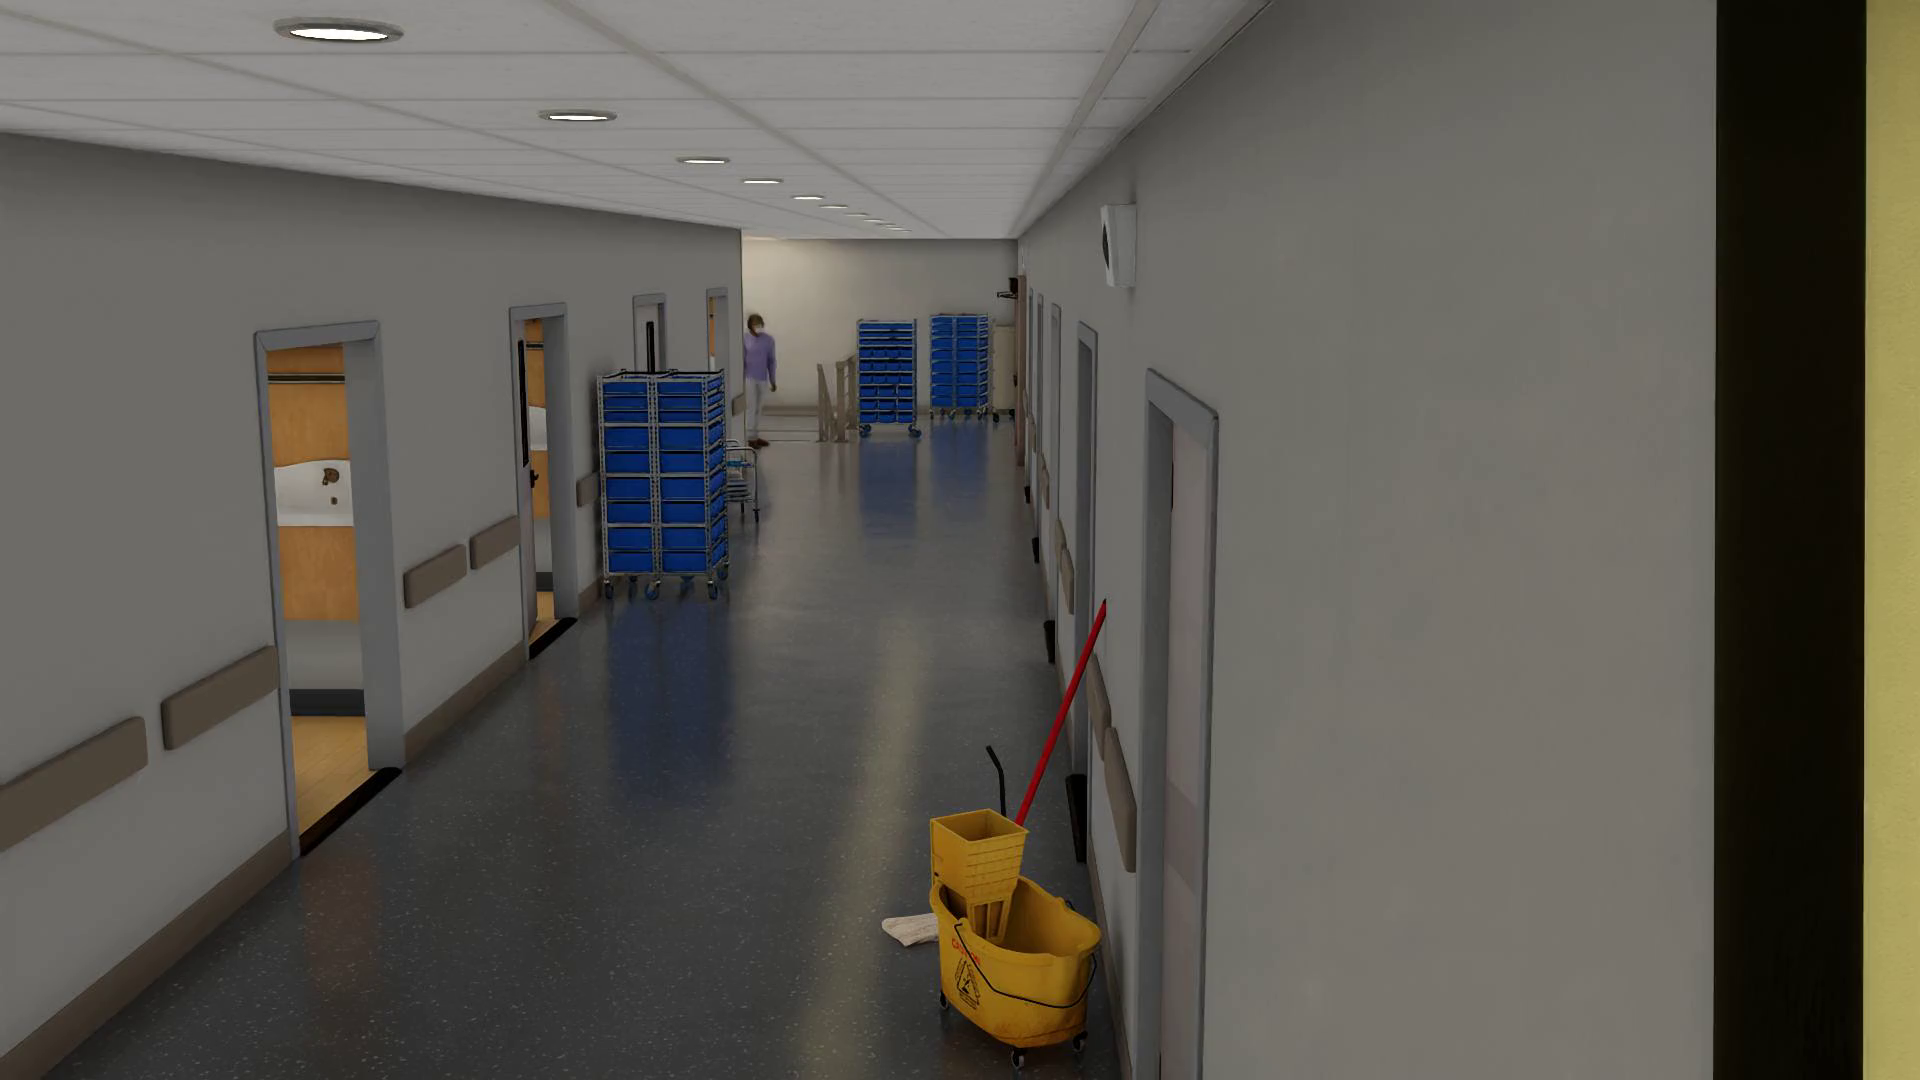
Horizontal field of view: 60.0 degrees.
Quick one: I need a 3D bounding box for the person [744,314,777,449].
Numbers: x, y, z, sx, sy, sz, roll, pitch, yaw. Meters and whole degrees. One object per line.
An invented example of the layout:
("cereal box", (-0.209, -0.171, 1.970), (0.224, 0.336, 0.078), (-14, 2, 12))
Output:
("person", (-2.892, -2.242, 23.559), (0.639, 1.908, 0.671), (-8, 13, -41))
